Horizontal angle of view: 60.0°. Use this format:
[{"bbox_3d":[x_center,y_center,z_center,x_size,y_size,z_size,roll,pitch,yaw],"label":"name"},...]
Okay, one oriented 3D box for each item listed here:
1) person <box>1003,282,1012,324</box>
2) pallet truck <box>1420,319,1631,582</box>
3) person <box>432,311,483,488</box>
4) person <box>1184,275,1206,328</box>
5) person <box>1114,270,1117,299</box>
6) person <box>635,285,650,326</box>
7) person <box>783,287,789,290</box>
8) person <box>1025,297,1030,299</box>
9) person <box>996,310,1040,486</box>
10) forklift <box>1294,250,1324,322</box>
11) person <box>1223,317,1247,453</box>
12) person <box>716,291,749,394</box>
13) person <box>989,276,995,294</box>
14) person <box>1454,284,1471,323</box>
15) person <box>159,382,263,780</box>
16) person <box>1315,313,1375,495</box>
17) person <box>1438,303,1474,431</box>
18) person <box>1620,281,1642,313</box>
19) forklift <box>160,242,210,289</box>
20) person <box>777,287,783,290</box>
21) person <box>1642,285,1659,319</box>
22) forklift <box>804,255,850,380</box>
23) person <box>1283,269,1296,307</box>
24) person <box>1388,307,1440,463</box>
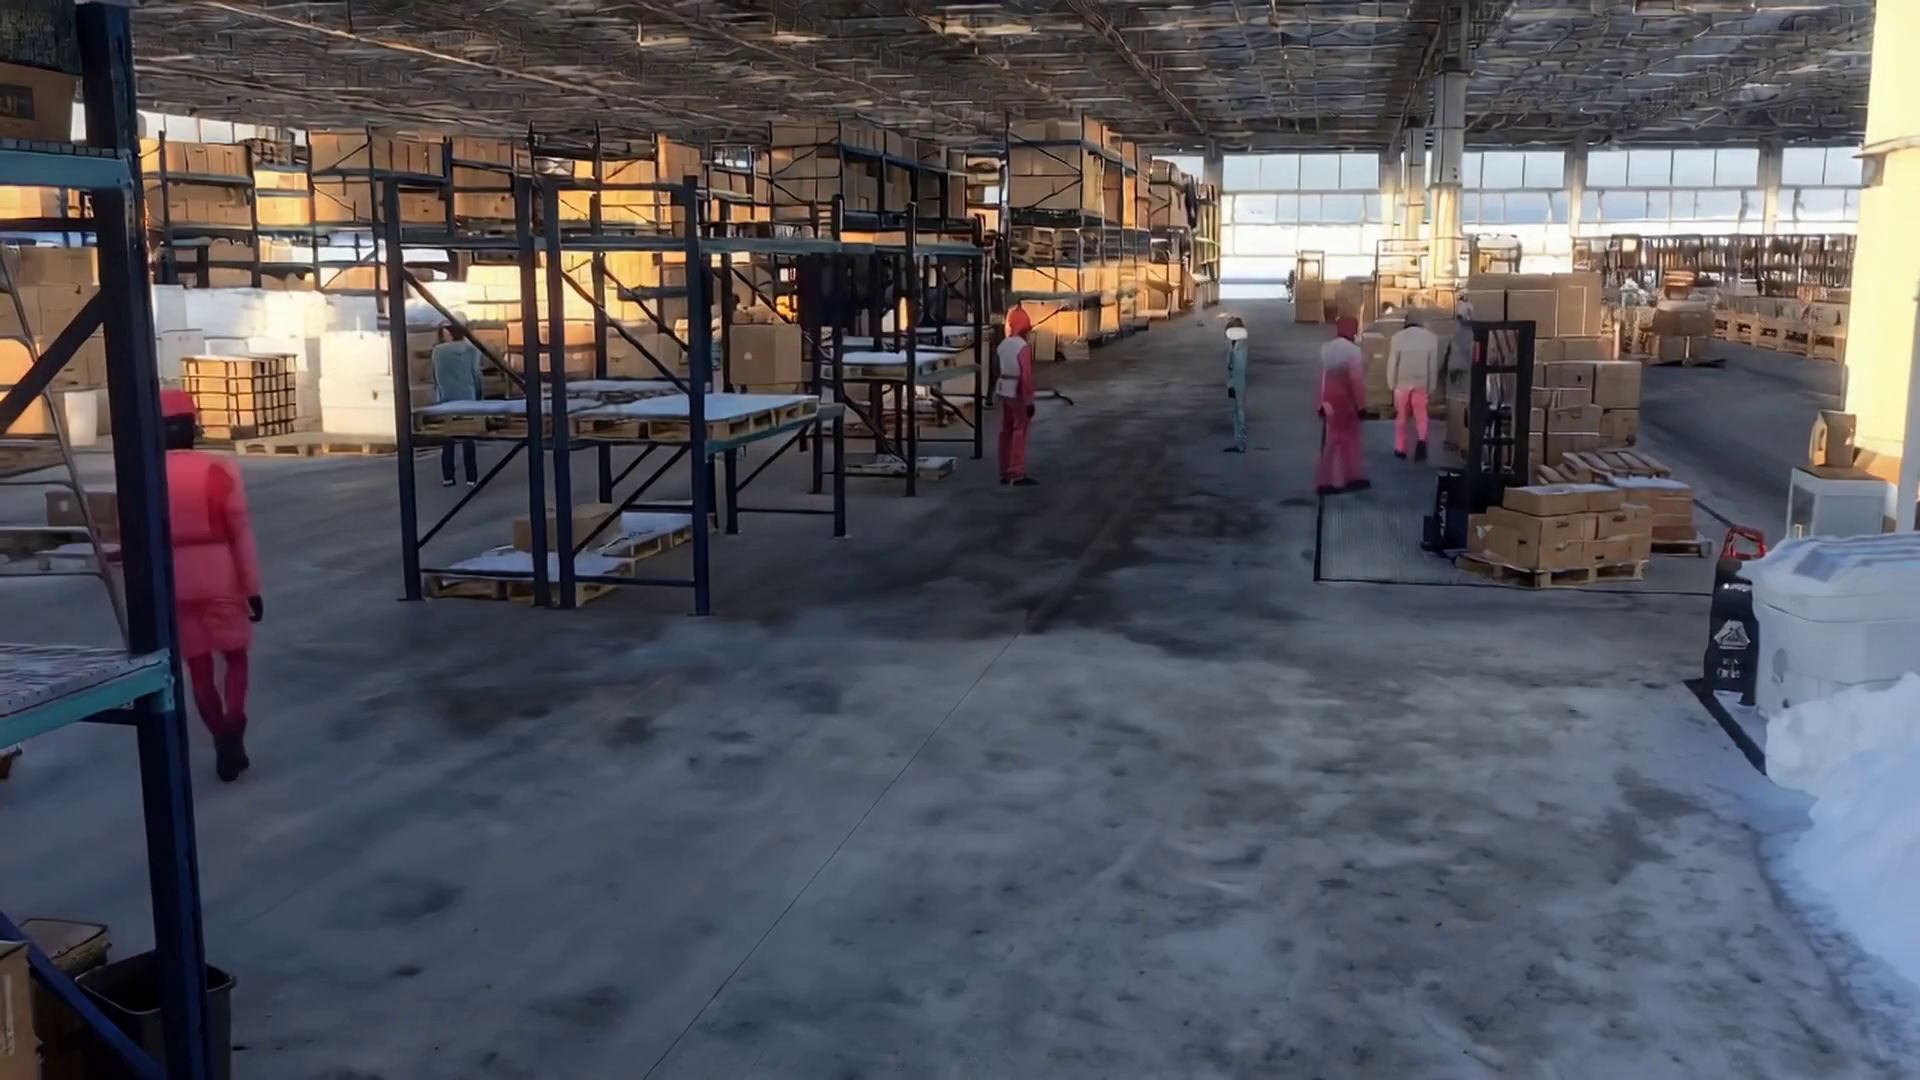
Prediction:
[{"bbox_3d":[1.889,-9.162,64.248,0.709,1.598,0.524,-8,12,-39],"label":"person"},{"bbox_3d":[4.543,-0.757,13.299,0.823,1.965,1.885,-4,10,-22],"label":"pallet truck"},{"bbox_3d":[-5.441,-1.526,18.103,0.584,1.918,0.409,2,10,14],"label":"person"},{"bbox_3d":[8.526,-8.618,60.162,0.940,1.887,0.680,-5,11,-27],"label":"person"},{"bbox_3d":[8.605,-13.915,91.471,0.571,1.908,0.477,-2,10,-12],"label":"person"},{"bbox_3d":[-7.725,-5.275,40.486,0.449,1.852,0.544,5,11,26],"label":"person"},{"bbox_3d":[-7.724,-10.715,72.612,0.565,1.891,0.985,1,10,3],"label":"person"},{"bbox_3d":[2.221,-7.097,51.733,0.540,1.695,0.317,-9,13,-43],"label":"person"},{"bbox_3d":[0.610,-1.543,18.190,0.387,1.919,0.594,-5,11,-29],"label":"person"},{"bbox_3d":[13.778,-10.002,65.433,1.129,2.768,1.873,2,10,12],"label":"forklift"},{"bbox_3d":[3.519,-1.981,21.297,0.323,1.743,0.489,3,10,20],"label":"person"},{"bbox_3d":[-3.631,-2.987,26.594,0.600,1.967,0.368,-9,13,-43],"label":"person"},{"bbox_3d":[1.667,-13.076,86.877,0.611,1.777,0.942,2,10,11],"label":"person"},{"bbox_3d":[11.002,-4.647,36.534,0.471,1.922,0.560,2,10,12],"label":"person"},{"bbox_3d":[-3.611,0.214,7.838,0.570,1.896,0.617,-3,10,-19],"label":"person"},{"bbox_3d":[4.129,-1.418,17.475,0.882,1.902,0.647,-3,10,-16],"label":"person"},{"bbox_3d":[7.170,-2.498,24.070,0.734,1.845,0.522,-4,10,-20],"label":"person"},{"bbox_3d":[20.723,-7.094,51.356,0.626,1.814,0.531,2,10,14],"label":"person"},{"bbox_3d":[-16.063,-4.810,34.690,1.129,2.768,1.873,2,10,12],"label":"forklift"},{"bbox_3d":[-7.619,-10.231,70.472,0.282,1.634,0.498,4,10,21],"label":"person"},{"bbox_3d":[22.548,-7.512,54.314,0.537,1.647,0.880,3,10,16],"label":"person"},{"bbox_3d":[-2.730,-4.666,33.836,1.129,2.768,1.873,2,10,12],"label":"forklift"},{"bbox_3d":[17.064,-13.008,85.996,0.628,1.954,1.003,-3,10,-15],"label":"person"},{"bbox_3d":[5.568,-1.910,20.425,0.629,1.901,0.929,1,10,3],"label":"person"}]
